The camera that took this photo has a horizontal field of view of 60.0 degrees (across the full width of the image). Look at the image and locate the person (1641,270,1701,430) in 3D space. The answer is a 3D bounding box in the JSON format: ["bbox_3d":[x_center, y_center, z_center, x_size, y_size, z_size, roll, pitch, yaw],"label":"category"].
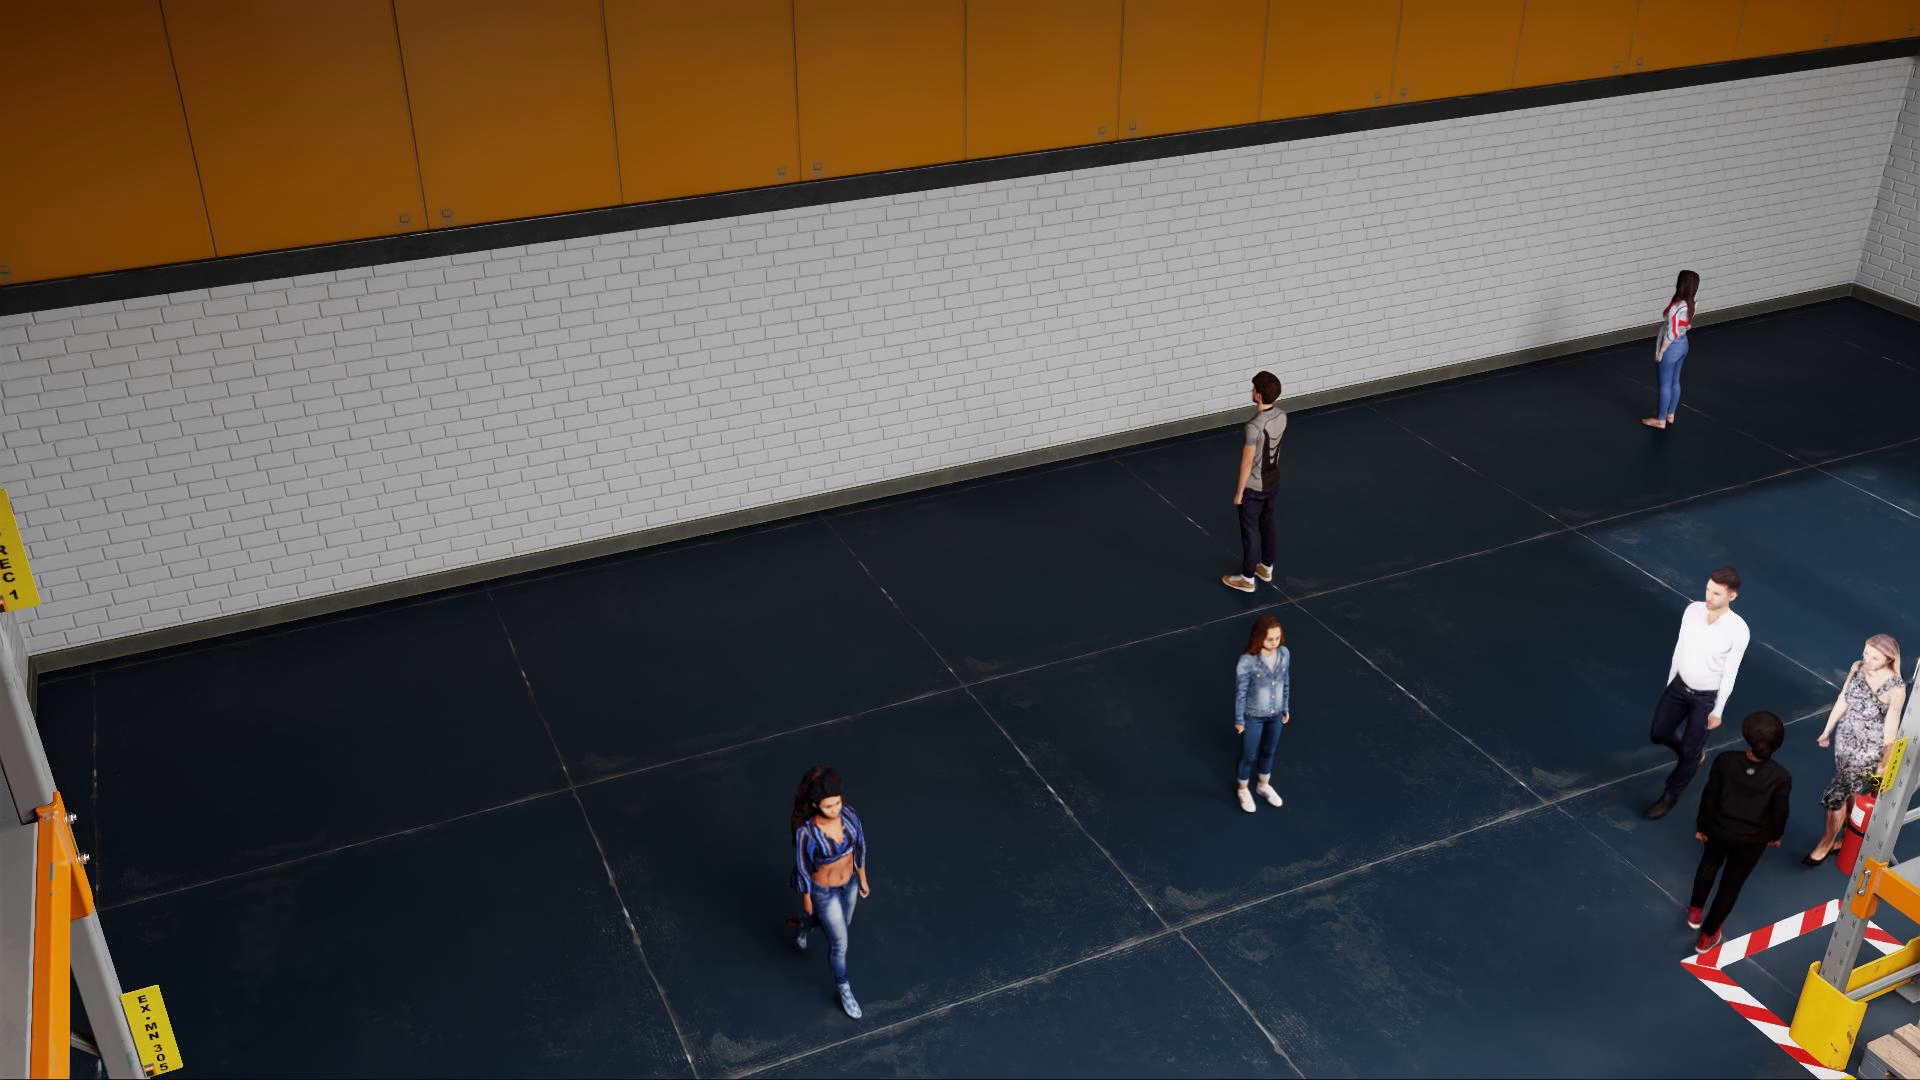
[{"bbox_3d":[7.065,-1.896,16.464,0.650,1.612,0.605,-23,36,-36],"label":"person"}]

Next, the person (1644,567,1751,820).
[{"bbox_3d":[4.922,0.977,10.942,0.732,1.857,0.806,-16,33,-27],"label":"person"}]

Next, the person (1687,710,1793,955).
[{"bbox_3d":[4.528,1.753,9.720,0.727,1.664,0.796,22,36,35],"label":"person"}]

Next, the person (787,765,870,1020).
[{"bbox_3d":[-0.760,1.938,9.452,0.776,1.597,1.036,-23,36,-35],"label":"person"}]

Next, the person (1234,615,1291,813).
[{"bbox_3d":[1.999,1.129,11.059,0.561,1.477,0.506,-13,31,-23],"label":"person"}]

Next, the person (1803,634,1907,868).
[{"bbox_3d":[5.766,1.316,10.509,0.759,1.677,0.687,-5,29,-10],"label":"person"}]

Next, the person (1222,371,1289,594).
[{"bbox_3d":[2.450,-0.475,13.569,0.670,1.890,0.702,25,37,37],"label":"person"}]
